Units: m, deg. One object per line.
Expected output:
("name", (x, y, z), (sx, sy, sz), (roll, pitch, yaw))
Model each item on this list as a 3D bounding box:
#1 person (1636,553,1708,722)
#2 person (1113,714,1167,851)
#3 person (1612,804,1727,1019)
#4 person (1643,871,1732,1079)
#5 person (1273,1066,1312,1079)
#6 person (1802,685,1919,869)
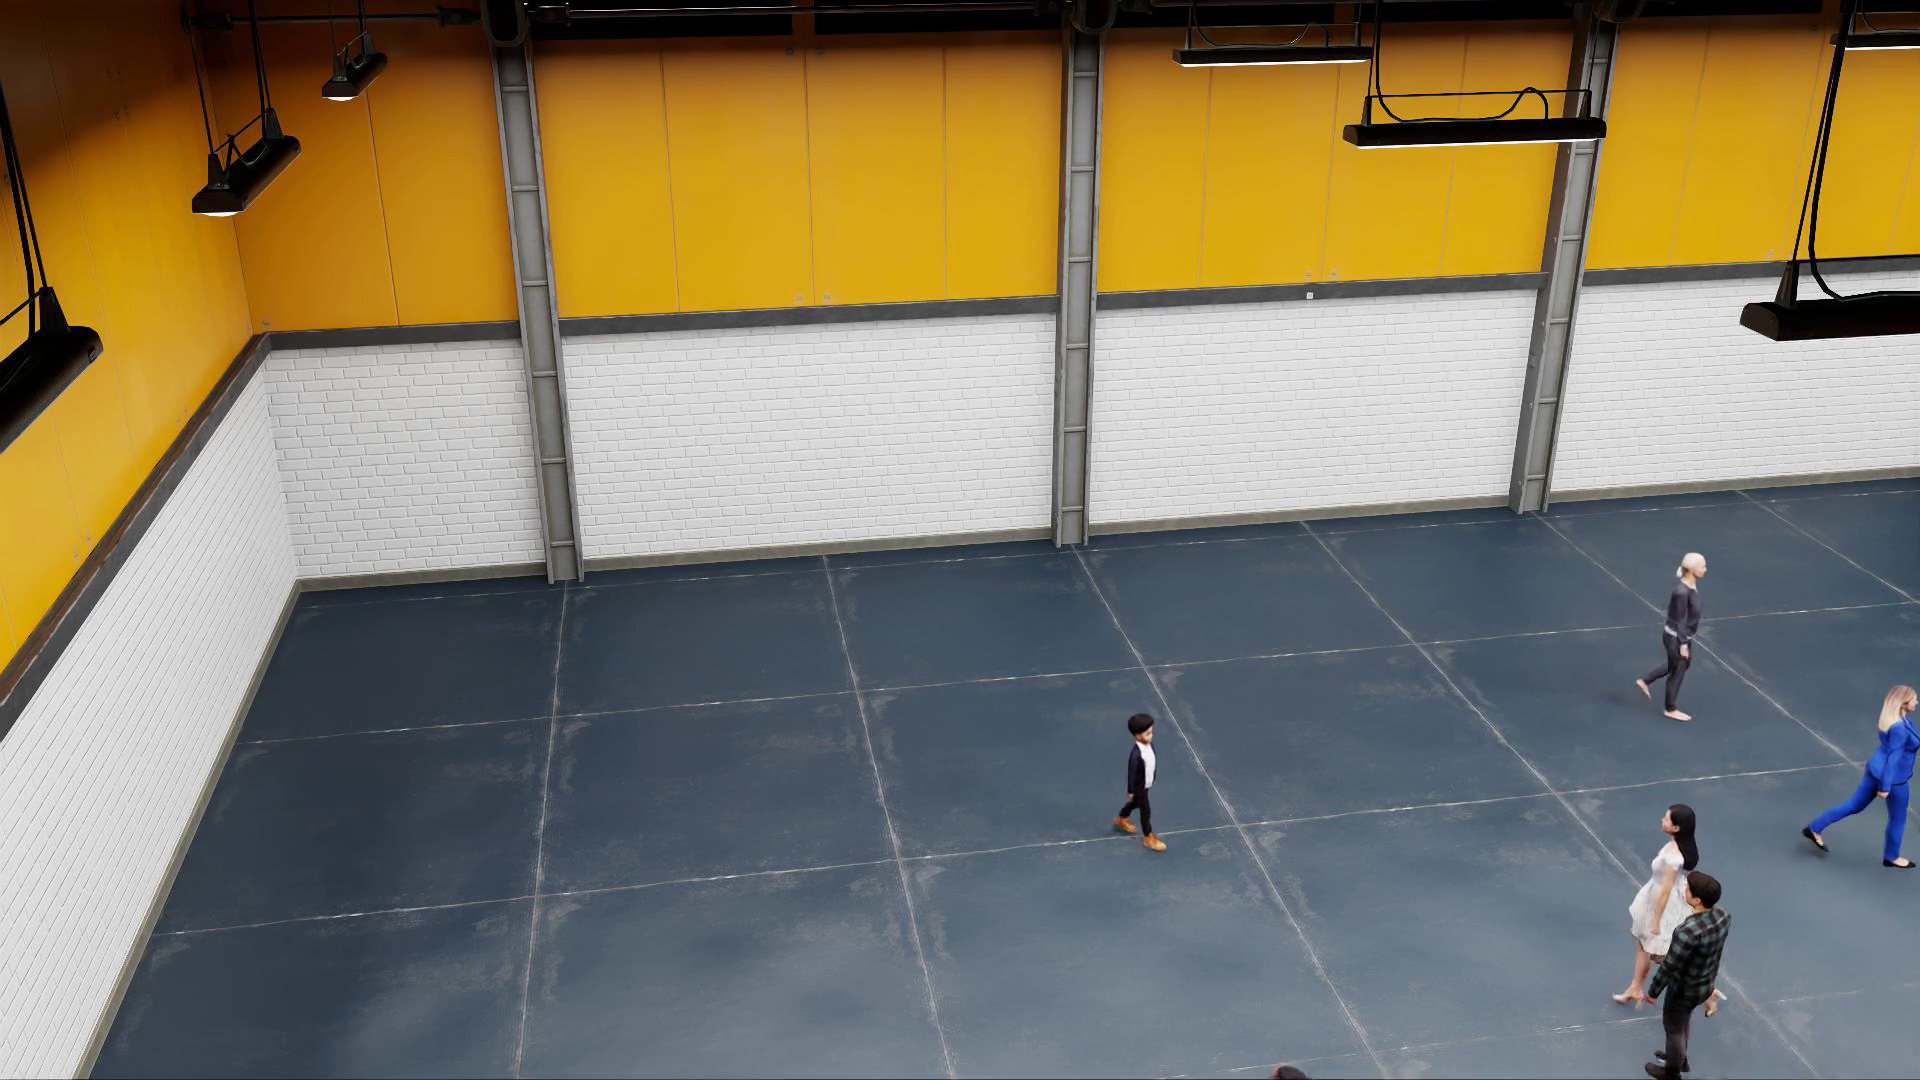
("person", (6.900, 0.904, 16.094), (0.940, 1.717, 0.866), (12, 26, 26))
("person", (1.500, 2.024, 14.171), (0.856, 1.205, 0.783), (14, 27, 29))
("person", (5.136, 2.708, 11.916), (1.065, 1.757, 1.014), (17, 29, 34))
("person", (4.956, 2.988, 11.189), (0.685, 1.709, 0.824), (-15, 28, -30))
("person", (1.872, 3.732, 9.607), (0.757, 1.732, 0.708), (13, 27, 28))
("person", (7.537, 1.956, 13.752), (1.208, 1.666, 0.952), (6, 24, 14))
